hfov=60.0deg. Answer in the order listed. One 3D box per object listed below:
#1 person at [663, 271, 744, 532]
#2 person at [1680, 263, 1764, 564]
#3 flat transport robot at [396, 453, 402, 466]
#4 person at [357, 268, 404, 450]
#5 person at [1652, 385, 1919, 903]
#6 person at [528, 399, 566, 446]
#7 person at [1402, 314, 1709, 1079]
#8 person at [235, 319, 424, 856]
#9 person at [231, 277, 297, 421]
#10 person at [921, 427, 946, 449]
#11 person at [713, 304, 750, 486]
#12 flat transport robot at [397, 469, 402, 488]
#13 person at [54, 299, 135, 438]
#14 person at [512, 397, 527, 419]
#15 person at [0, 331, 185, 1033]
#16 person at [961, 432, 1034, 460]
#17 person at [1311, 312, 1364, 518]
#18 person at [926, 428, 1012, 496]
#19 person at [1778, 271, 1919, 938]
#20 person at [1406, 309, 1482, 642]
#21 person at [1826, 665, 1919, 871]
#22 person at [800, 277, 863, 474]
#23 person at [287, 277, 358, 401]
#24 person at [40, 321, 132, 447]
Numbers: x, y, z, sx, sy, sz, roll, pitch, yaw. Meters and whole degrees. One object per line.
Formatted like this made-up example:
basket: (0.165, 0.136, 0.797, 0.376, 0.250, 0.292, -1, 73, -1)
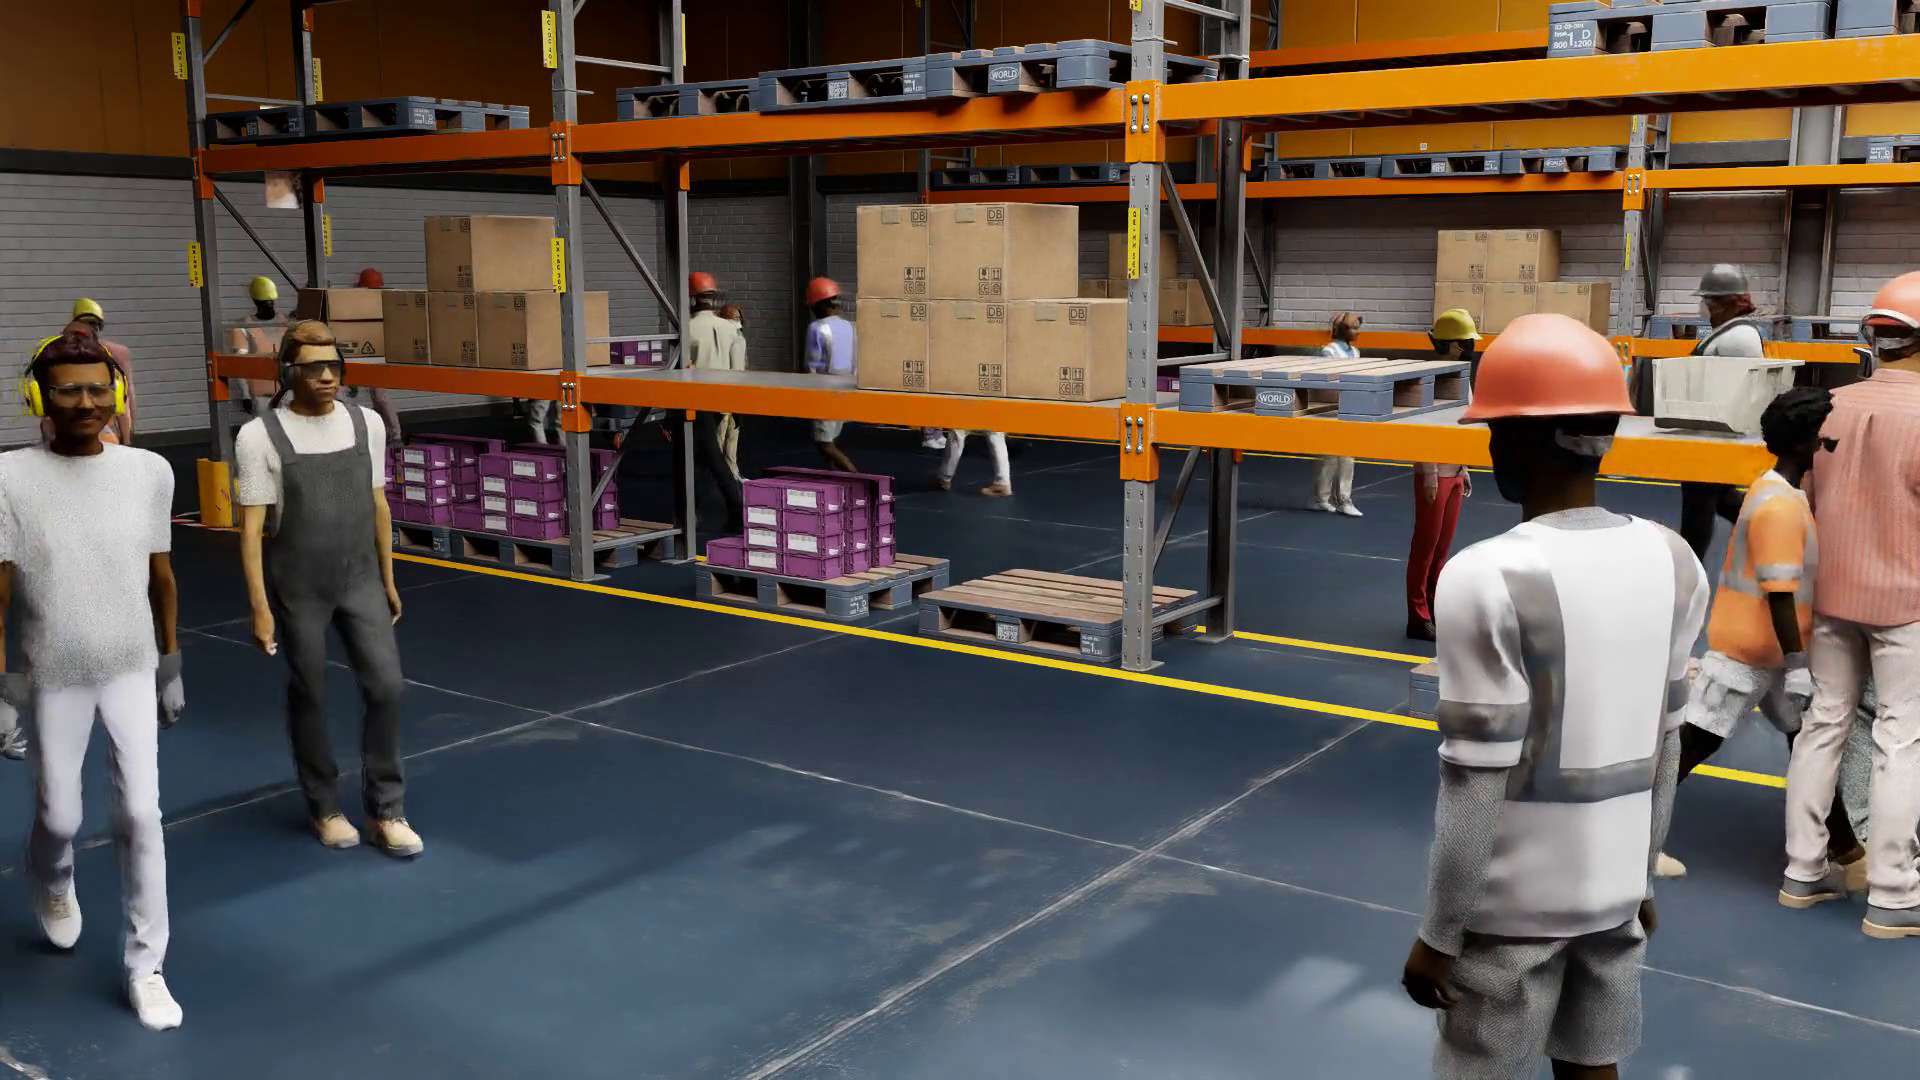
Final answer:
person: (-1.906, -1.041, 12.536, 1.015, 1.950, 0.632, 7, 12, 35)
person: (4.694, -0.678, 10.075, 0.833, 2.000, 0.694, 4, 10, 21)
flat transport robot: (-5.155, -0.639, 15.103, 0.652, 0.197, 1.431, -3, 10, -18)
person: (-6.225, -1.917, 17.767, 0.384, 1.945, 0.709, -5, 11, -25)
person: (2.548, 0.331, 5.236, 0.951, 1.634, 0.534, 6, 11, 33)
person: (-3.846, -1.394, 15.597, 0.576, 1.626, 0.441, -8, 13, -41)
person: (0.983, 0.585, 2.872, 0.551, 1.932, 0.378, -5, 11, -28)
person: (-2.085, 0.187, 5.560, 0.555, 1.822, 0.683, -8, 12, -40)
person: (-5.905, -1.302, 14.283, 0.595, 1.879, 0.907, -8, 12, -40)
person: (-0.230, -1.933, 17.982, 0.404, 1.900, 0.640, 3, 10, 16)
person: (-2.065, -1.296, 14.965, 0.285, 1.634, 0.499, 5, 11, 27)
flat transport robot: (-4.569, -0.491, 14.221, 1.431, 0.197, 0.652, -3, 10, -18)
person: (-6.415, -0.900, 12.300, 0.544, 1.728, 0.852, -6, 11, -33)
person: (-5.580, -2.524, 21.314, 0.608, 1.958, 0.385, 3, 10, 16)
person: (-2.382, 0.353, 4.527, 0.521, 1.851, 0.786, -7, 12, -36)
person: (0.318, -1.751, 16.962, 1.013, 1.870, 0.556, 5, 11, 28)
person: (3.066, -0.986, 13.159, 0.665, 1.610, 0.536, 8, 12, 40)
person: (0.090, -1.272, 14.430, 0.985, 1.767, 0.634, 9, 13, 43)
person: (2.803, 0.192, 5.040, 0.401, 1.989, 0.623, -5, 11, -27)
person: (2.608, -0.347, 8.923, 0.315, 1.769, 0.523, 7, 12, 37)
person: (3.040, 0.256, 5.400, 0.295, 1.744, 0.484, 7, 12, 35)
person: (-0.959, -1.124, 13.163, 0.801, 1.905, 0.537, 6, 12, 34)
person: (-5.965, -1.503, 15.476, 0.656, 1.881, 0.791, 1, 10, 7)
person: (-5.609, -0.583, 10.704, 0.523, 1.638, 0.311, -5, 11, -27)
